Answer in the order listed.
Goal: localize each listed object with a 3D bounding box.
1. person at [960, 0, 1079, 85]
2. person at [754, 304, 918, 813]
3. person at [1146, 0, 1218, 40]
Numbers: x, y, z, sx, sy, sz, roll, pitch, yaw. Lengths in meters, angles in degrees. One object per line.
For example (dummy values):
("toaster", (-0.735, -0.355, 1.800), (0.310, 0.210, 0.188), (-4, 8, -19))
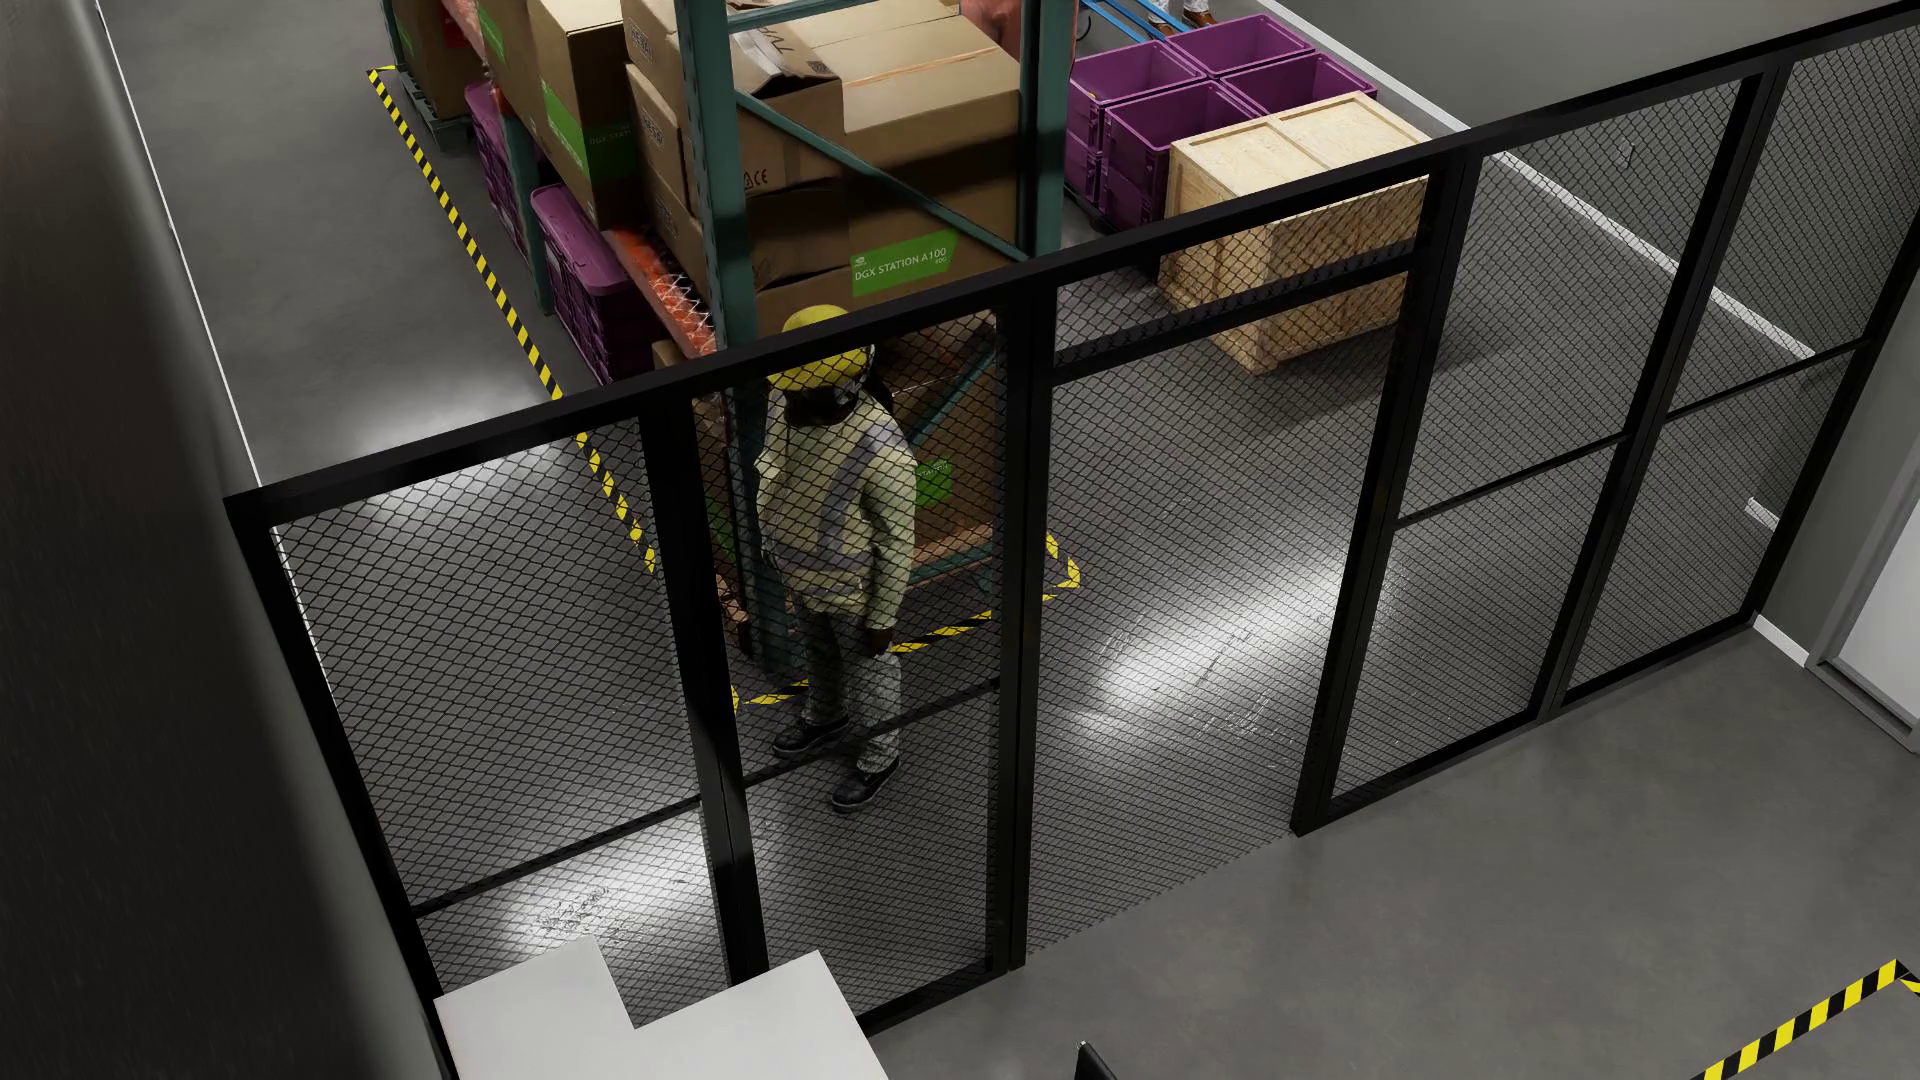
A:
("person", (0.220, -1.808, 6.881), (0.609, 1.995, 0.378), (-31, 51, -30))
("person", (-0.382, 0.072, 4.942), (0.404, 1.836, 0.590), (-30, 50, -29))
("person", (1.279, -3.621, 8.908), (0.638, 1.936, 0.356), (-22, 47, -22))
